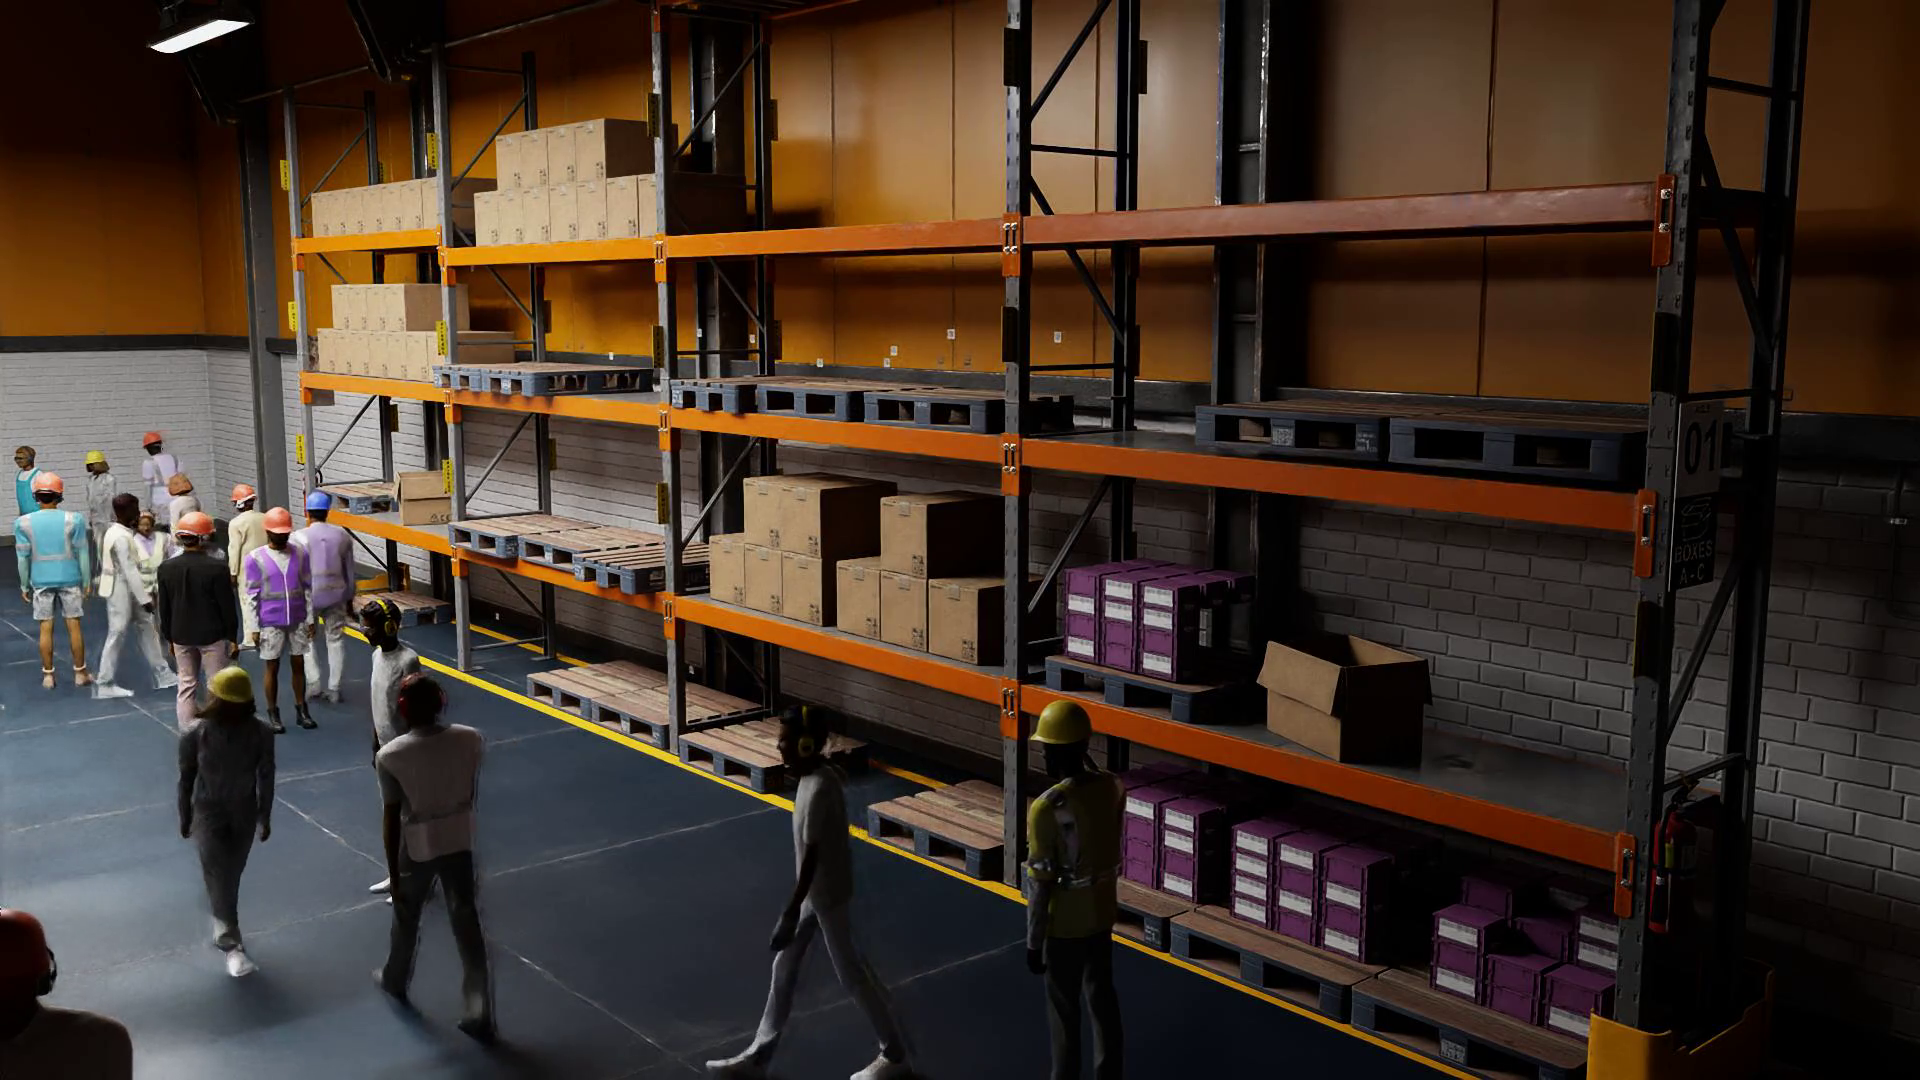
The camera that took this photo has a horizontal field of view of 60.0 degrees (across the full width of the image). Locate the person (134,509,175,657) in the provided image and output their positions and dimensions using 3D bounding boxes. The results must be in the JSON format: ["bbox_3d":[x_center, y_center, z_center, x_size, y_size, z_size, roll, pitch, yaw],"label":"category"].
[{"bbox_3d":[-7.987,0.483,16.409,0.551,1.620,0.518,-7,10,-38],"label":"person"}]

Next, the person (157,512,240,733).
[{"bbox_3d":[-6.006,0.768,13.166,0.611,1.995,0.375,0,8,2],"label":"person"}]

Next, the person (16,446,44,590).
[{"bbox_3d":[-11.691,-0.274,20.976,0.501,1.838,0.339,5,9,30],"label":"person"}]

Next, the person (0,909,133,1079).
[{"bbox_3d":[-2.641,1.991,4.716,0.617,1.984,0.408,-3,9,-21],"label":"person"}]

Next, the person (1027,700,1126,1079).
[{"bbox_3d":[0.487,1.650,7.332,0.583,1.917,0.404,-8,11,-43],"label":"person"}]

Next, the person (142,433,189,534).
[{"bbox_3d":[-10.893,-0.546,22.801,1.047,1.844,0.620,4,9,26],"label":"person"}]

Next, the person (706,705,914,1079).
[{"bbox_3d":[-0.661,1.652,7.643,0.968,1.819,0.517,-2,8,-12],"label":"person"}]

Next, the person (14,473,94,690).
[{"bbox_3d":[-8.503,0.388,15.639,0.605,2.045,0.378,-3,9,-21],"label":"person"}]

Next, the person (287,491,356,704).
[{"bbox_3d":[-5.811,0.524,15.137,0.644,1.913,0.572,-7,11,-39],"label":"person"}]

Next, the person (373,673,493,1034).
[{"bbox_3d":[-2.660,1.563,8.391,0.556,1.786,1.007,-7,11,-40],"label":"person"}]

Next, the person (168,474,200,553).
[{"bbox_3d":[-9.090,0.038,19.528,0.285,1.628,0.503,1,8,9],"label":"person"}]

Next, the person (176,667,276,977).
[{"bbox_3d":[-3.998,1.506,9.100,0.487,1.681,0.886,-6,10,-38],"label":"person"}]

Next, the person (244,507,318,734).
[{"bbox_3d":[-5.727,0.676,14.065,0.548,1.925,0.392,-7,11,-42],"label":"person"}]

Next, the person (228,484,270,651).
[{"bbox_3d":[-7.432,0.287,17.383,0.353,1.743,0.566,3,9,20],"label":"person"}]

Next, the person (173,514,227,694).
[{"bbox_3d":[-6.923,0.607,15.198,0.430,1.725,0.510,7,11,39],"label":"person"}]

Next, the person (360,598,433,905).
[{"bbox_3d":[-3.445,1.274,10.147,0.530,1.856,0.336,8,11,44],"label":"person"}]

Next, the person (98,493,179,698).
[{"bbox_3d":[-7.570,0.507,15.359,0.905,1.879,0.606,-4,9,-25],"label":"person"}]

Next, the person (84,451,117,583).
[{"bbox_3d":[-11.072,-0.294,21.455,0.480,1.732,0.354,3,9,20],"label":"person"}]
